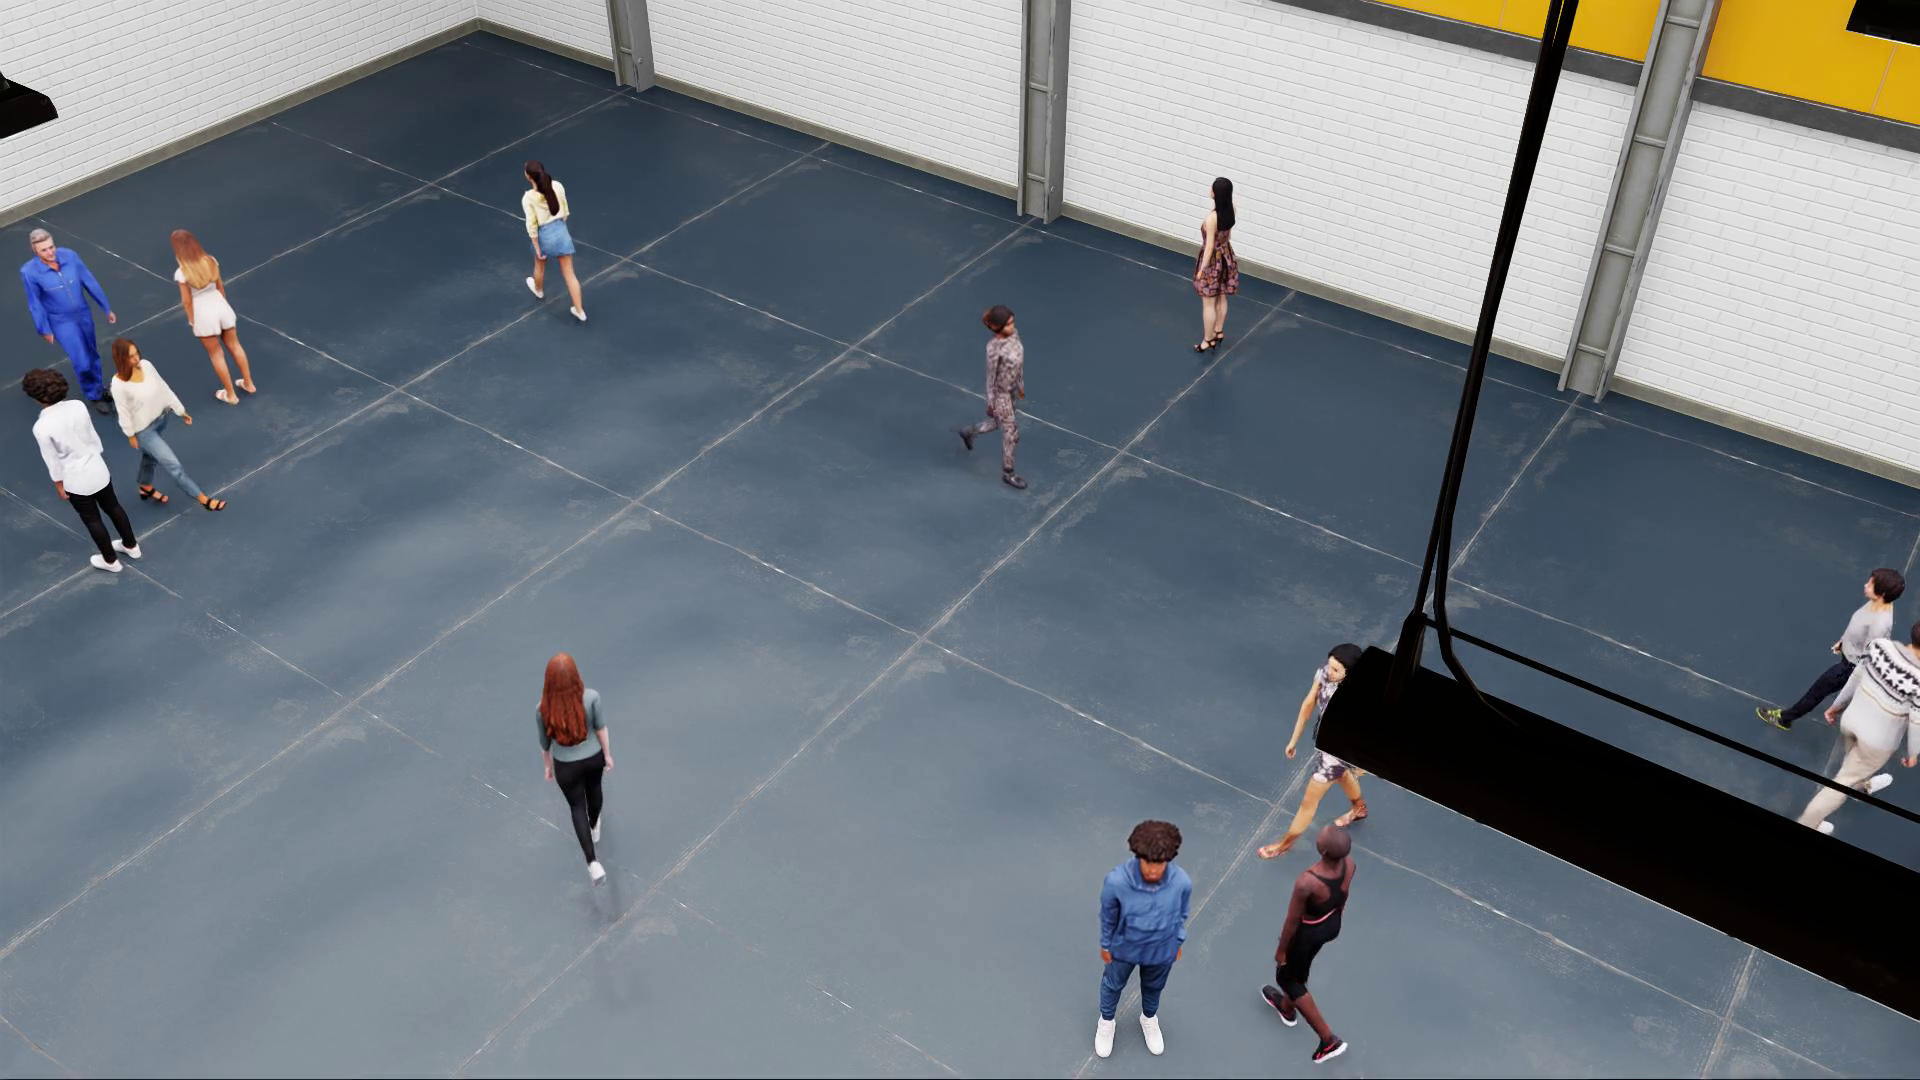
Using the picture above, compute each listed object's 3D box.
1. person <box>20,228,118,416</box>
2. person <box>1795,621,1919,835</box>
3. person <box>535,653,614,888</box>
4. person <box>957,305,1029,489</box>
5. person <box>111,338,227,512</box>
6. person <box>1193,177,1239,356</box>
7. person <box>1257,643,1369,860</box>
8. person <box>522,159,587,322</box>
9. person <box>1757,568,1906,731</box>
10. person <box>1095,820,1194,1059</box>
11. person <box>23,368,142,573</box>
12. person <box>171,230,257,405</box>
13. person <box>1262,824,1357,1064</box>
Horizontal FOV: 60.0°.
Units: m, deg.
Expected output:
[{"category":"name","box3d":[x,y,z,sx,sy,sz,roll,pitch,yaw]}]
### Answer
[{"category":"person","box3d":[-7.917,-1.969,14.679,0.735,1.807,0.800,15,41,18]},{"category":"person","box3d":[5.759,1.237,10.655,1.192,1.818,1.168,-10,40,-12]},{"category":"person","box3d":[-2.385,1.451,10.463,0.977,1.723,1.110,-11,40,-13]},{"category":"person","box3d":[0.300,-1.229,13.841,0.963,1.696,0.583,23,44,26]},{"category":"person","box3d":[-6.657,-0.926,13.508,1.167,1.637,0.893,8,39,10]},{"category":"person","box3d":[2.359,-2.545,15.427,0.691,1.773,0.685,29,47,31]},{"category":"person","box3d":[2.468,1.308,10.675,1.048,1.682,1.147,-17,42,-20]},{"category":"person","box3d":[-3.863,-2.836,15.951,0.874,1.573,1.198,-26,45,-29]},{"category":"person","box3d":[6.224,0.862,11.371,1.109,1.511,0.640,19,42,22]},{"category":"person","box3d":[1.029,2.241,9.404,0.720,1.811,0.818,-1,39,-1]},{"category":"person","box3d":[-6.797,-0.541,12.890,0.599,1.807,0.649,17,42,20]},{"category":"person","box3d":[-6.662,-1.987,14.791,0.541,1.695,0.555,25,45,28]},{"category":"person","box3d":[2.034,2.294,9.394,0.816,1.740,1.027,-22,44,-25]}]
